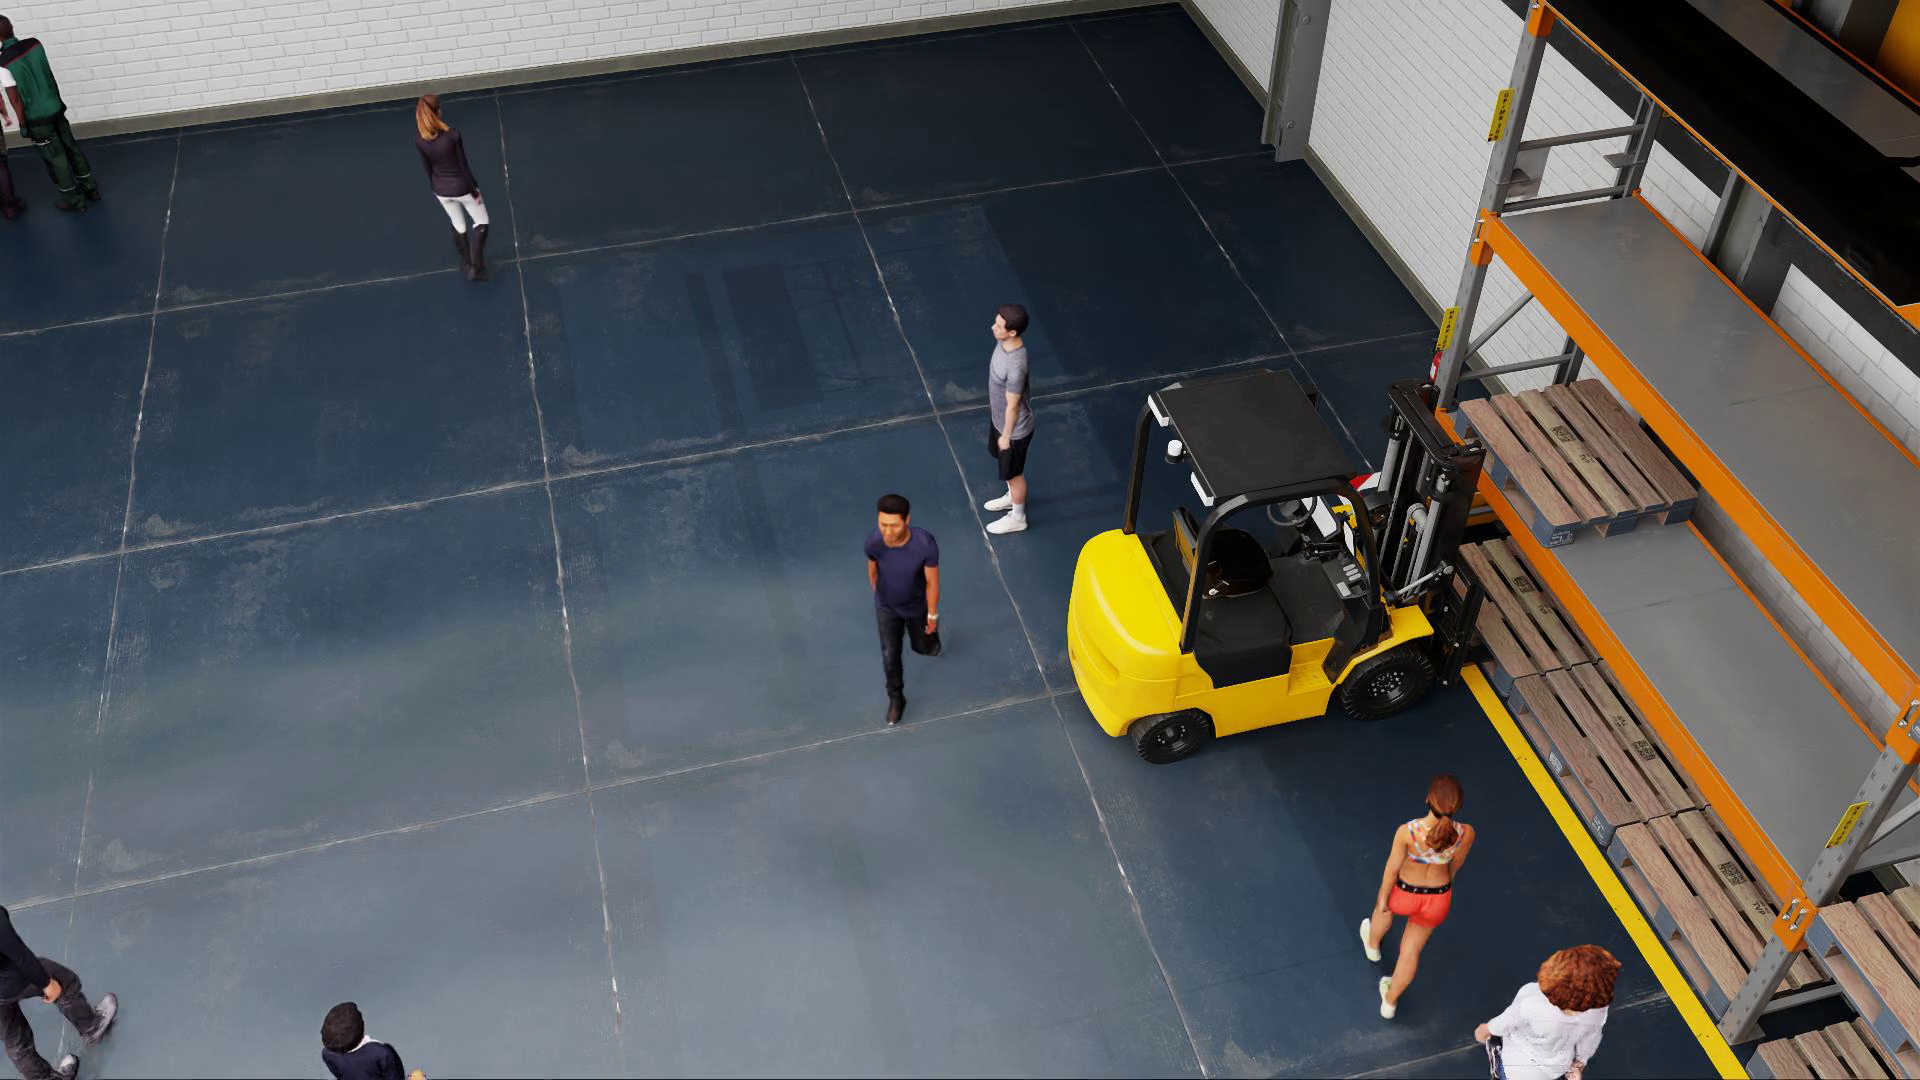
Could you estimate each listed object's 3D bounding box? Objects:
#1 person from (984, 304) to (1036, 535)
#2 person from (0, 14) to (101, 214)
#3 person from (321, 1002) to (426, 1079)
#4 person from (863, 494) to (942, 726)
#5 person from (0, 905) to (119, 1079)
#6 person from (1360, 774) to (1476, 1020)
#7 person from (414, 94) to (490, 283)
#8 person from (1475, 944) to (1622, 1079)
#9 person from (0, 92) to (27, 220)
[{"bbox_3d":[0.369,-0.830,11.462,0.717,1.863,0.514,-7,44,-7],"label":"person"},{"bbox_3d":[-8.017,-3.727,14.523,0.839,1.837,0.733,13,45,13],"label":"person"},{"bbox_3d":[-2.923,2.745,8.196,0.632,1.192,0.878,-1,44,-1],"label":"person"},{"bbox_3d":[-0.317,0.335,10.304,0.898,1.774,1.096,8,44,8],"label":"person"},{"bbox_3d":[-4.752,2.261,8.225,0.727,1.852,0.901,-5,44,-5],"label":"person"},{"bbox_3d":[2.388,1.918,8.645,0.767,1.771,0.925,6,44,7],"label":"person"},{"bbox_3d":[-4.144,-2.861,13.694,0.773,1.725,0.888,3,44,4],"label":"person"},{"bbox_3d":[2.804,2.586,8.011,0.696,1.676,1.085,-6,44,-7],"label":"person"},{"bbox_3d":[-8.555,-3.606,14.416,0.776,1.808,0.689,-25,49,-24],"label":"person"}]
